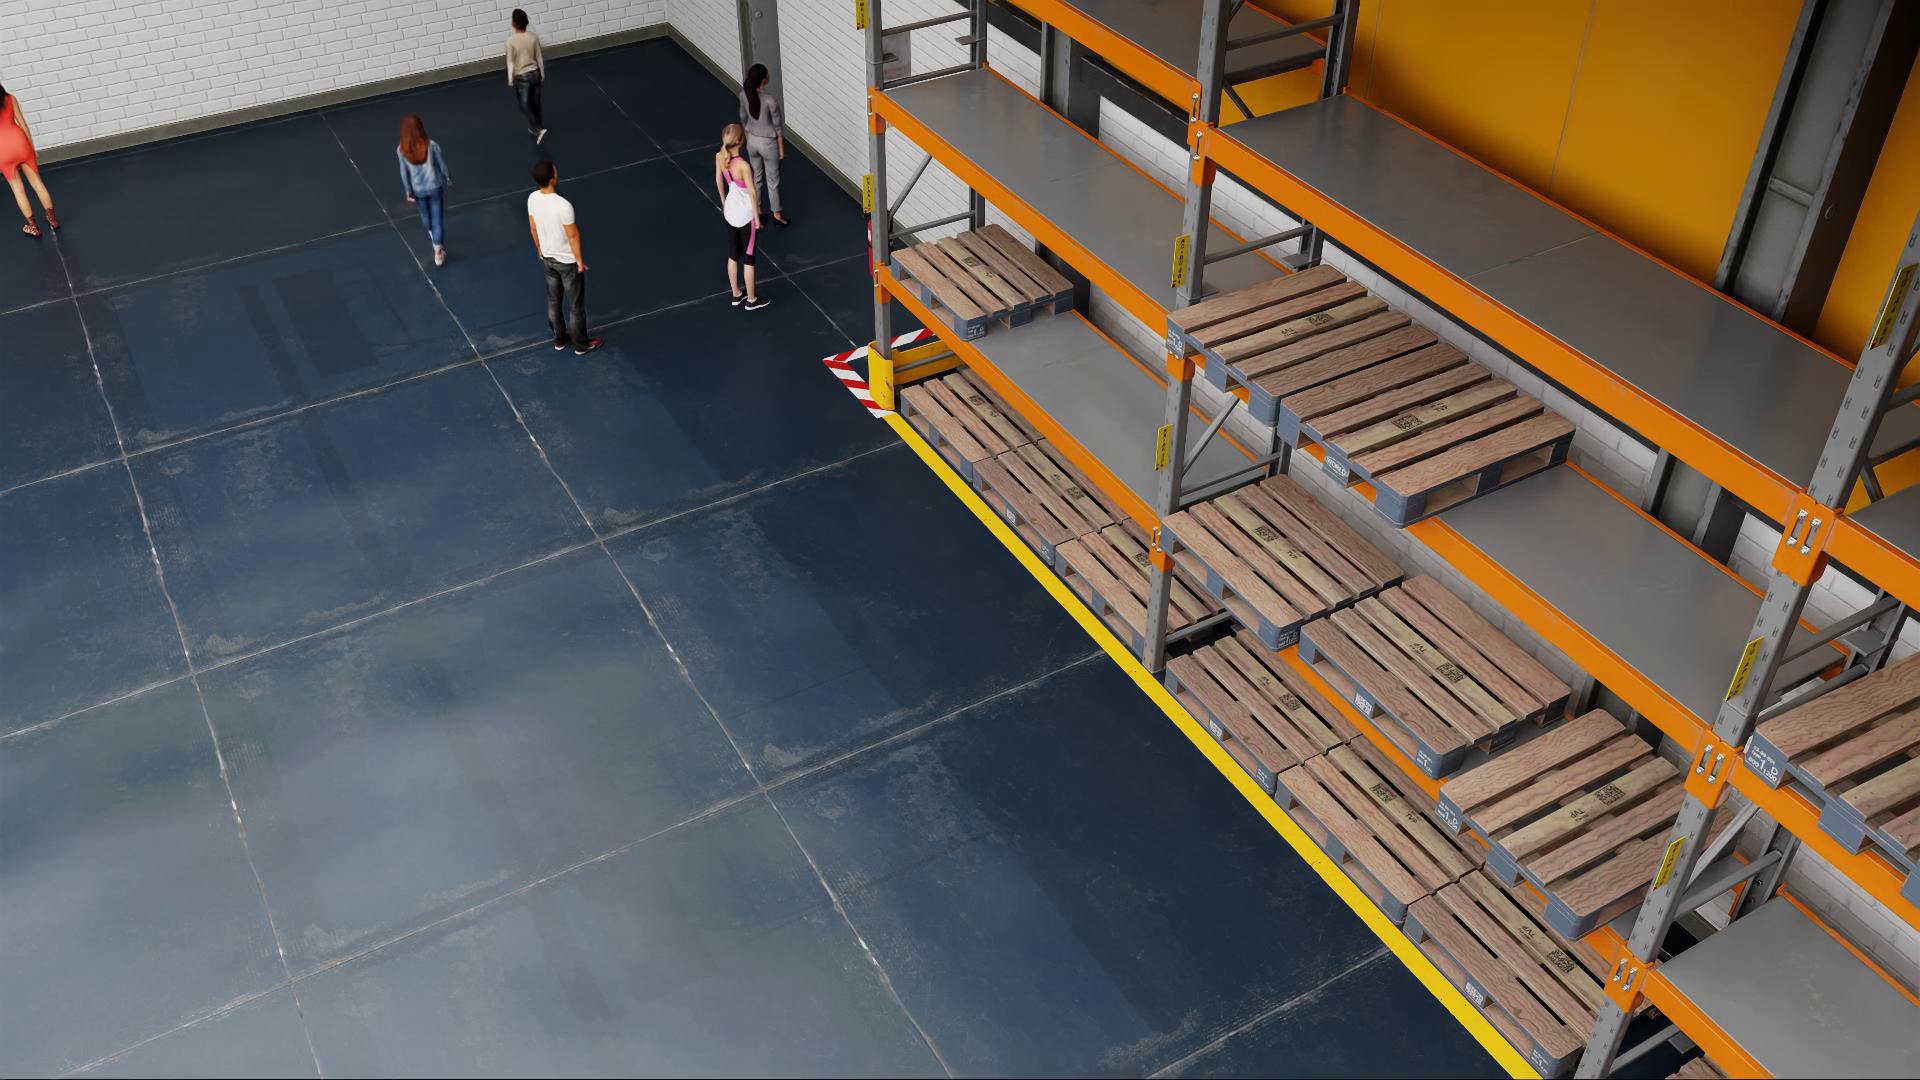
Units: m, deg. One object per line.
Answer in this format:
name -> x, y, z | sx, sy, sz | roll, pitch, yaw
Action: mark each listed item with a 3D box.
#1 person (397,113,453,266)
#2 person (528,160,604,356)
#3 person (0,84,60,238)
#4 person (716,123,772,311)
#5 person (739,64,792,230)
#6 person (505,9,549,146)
person -> -5.068, -3.305, 15.804 | 0.788, 1.453, 0.975 | -3, 39, -4
person -> -3.488, -2.456, 14.459 | 0.662, 1.804, 0.779 | 19, 42, 22
person -> -9.216, -3.780, 16.185 | 0.640, 1.718, 0.658 | 28, 46, 30
person -> -1.996, -2.926, 15.060 | 0.589, 1.788, 0.739 | 26, 45, 29
person -> -1.930, -3.857, 16.315 | 0.689, 1.678, 0.782 | 19, 43, 23
person -> -4.626, -4.944, 17.859 | 0.634, 1.449, 0.864 | -26, 46, -29
